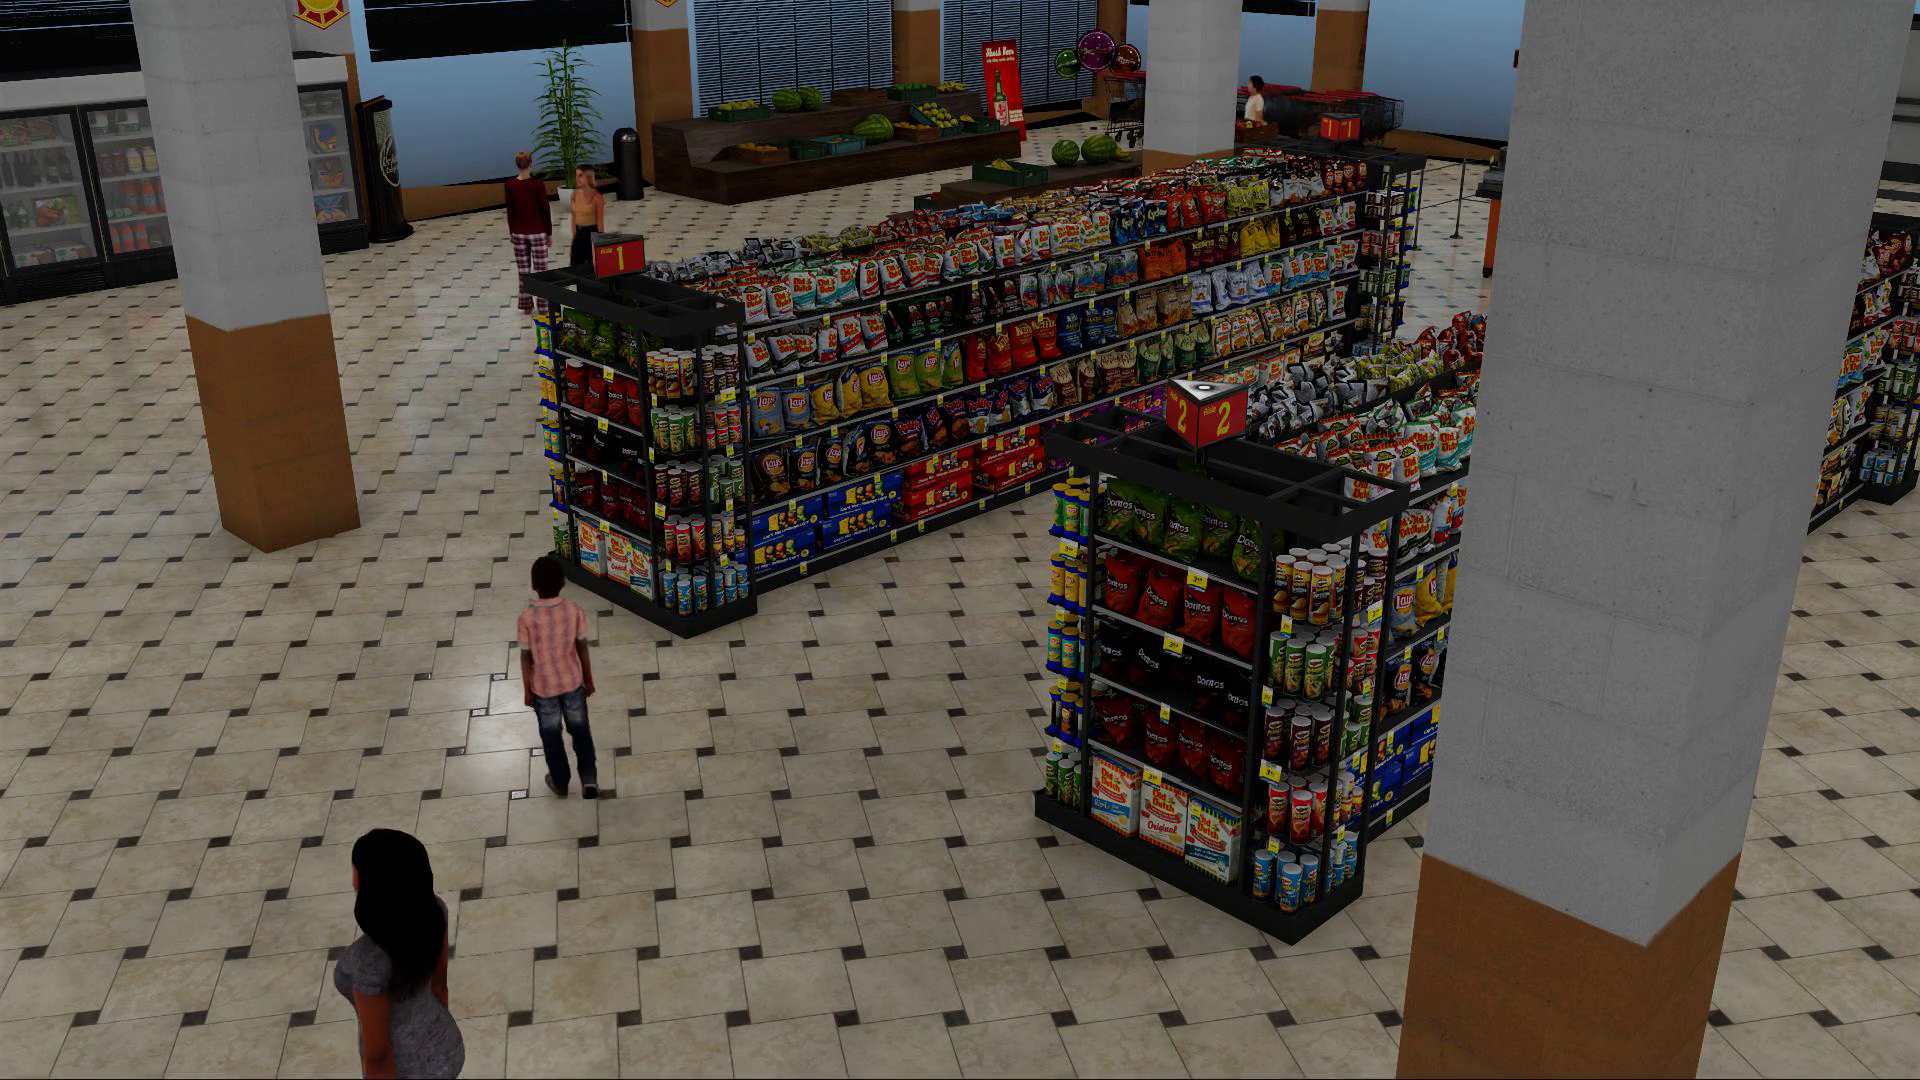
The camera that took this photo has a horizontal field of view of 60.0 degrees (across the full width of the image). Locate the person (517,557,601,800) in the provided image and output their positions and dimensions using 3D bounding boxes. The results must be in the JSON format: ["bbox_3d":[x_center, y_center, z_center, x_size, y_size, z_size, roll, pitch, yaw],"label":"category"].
[{"bbox_3d":[-1.948,0.713,8.085,0.720,1.297,0.676,-11,24,-26],"label":"person"}]

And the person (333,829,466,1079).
[{"bbox_3d":[-1.587,1.676,5.056,0.816,1.769,0.812,8,23,18],"label":"person"}]

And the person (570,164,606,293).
[{"bbox_3d":[-3.729,-3.017,16.965,0.679,1.598,0.681,11,24,25],"label":"person"}]

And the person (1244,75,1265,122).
[{"bbox_3d":[4.373,-6.005,24.459,1.065,1.556,0.991,-1,22,-2],"label":"person"}]

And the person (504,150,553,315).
[{"bbox_3d":[-4.480,-3.198,17.280,0.676,1.699,0.735,0,22,0],"label":"person"}]
